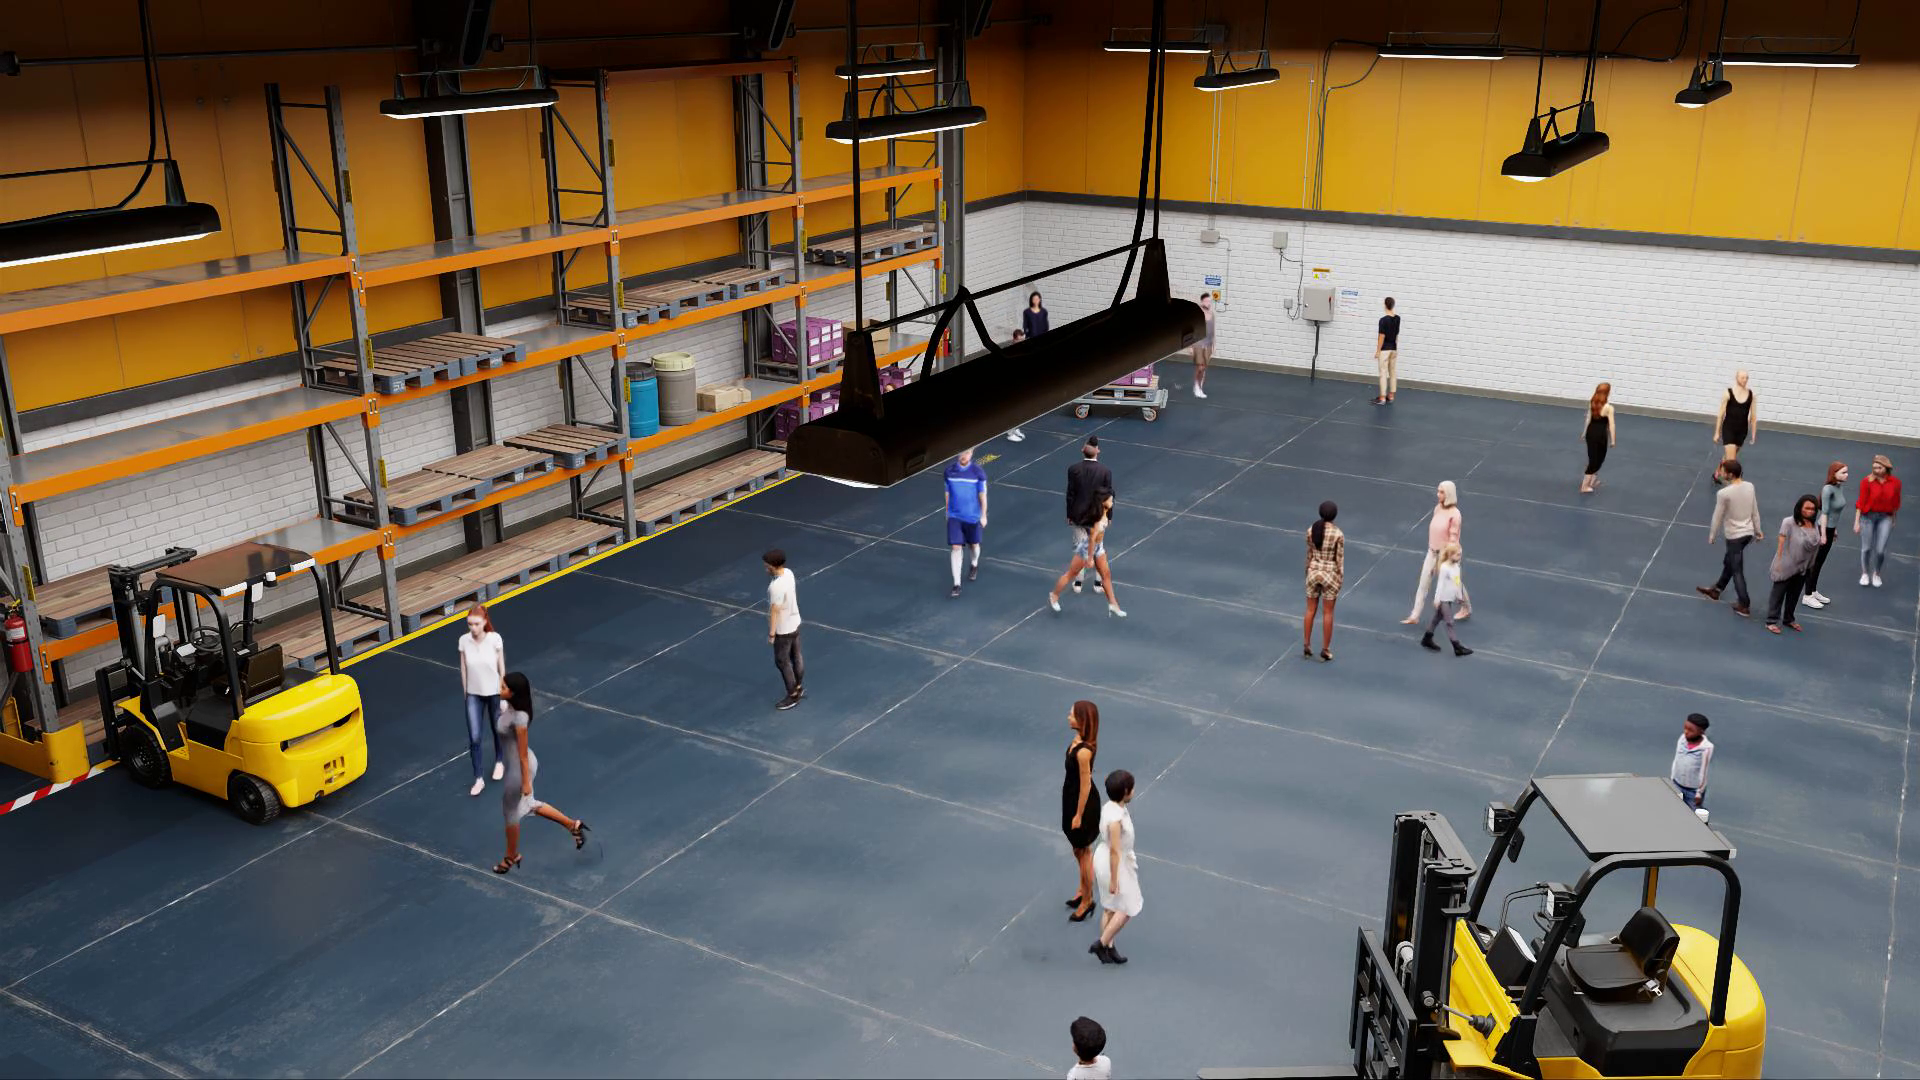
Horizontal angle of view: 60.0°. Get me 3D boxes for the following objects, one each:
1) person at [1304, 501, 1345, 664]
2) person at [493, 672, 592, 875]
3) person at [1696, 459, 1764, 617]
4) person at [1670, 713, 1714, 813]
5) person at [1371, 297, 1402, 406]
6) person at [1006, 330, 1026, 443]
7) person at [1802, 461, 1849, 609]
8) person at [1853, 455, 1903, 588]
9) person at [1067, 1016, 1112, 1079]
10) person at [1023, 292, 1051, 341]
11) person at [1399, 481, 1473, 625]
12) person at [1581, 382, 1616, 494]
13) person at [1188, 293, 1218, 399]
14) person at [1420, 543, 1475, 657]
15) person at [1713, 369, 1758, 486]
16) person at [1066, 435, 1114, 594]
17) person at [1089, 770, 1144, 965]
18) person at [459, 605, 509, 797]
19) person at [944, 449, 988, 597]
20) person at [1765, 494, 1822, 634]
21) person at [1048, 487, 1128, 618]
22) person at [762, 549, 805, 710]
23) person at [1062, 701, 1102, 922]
[{"bbox_3d":[3.891,0.443,17.838,0.587,1.791,0.556,12,22,33],"label":"person"},{"bbox_3d":[-3.473,1.904,13.554,1.073,1.756,1.019,-5,19,-14],"label":"person"},{"bbox_3d":[9.007,-0.006,19.147,1.090,1.805,1.107,-5,19,-14],"label":"person"},{"bbox_3d":[6.132,2.033,13.953,0.616,1.257,0.572,-9,21,-25],"label":"person"},{"bbox_3d":[7.415,-3.281,28.798,0.640,1.854,0.774,-11,22,-30],"label":"person"},{"bbox_3d":[0.821,-2.466,26.420,0.810,1.827,0.646,13,22,33],"label":"person"},{"bbox_3d":[10.125,-0.079,19.463,0.566,1.742,0.697,-17,25,-40],"label":"person"},{"bbox_3d":[11.041,-0.224,20.022,0.674,1.660,0.692,4,19,11],"label":"person"},{"bbox_3d":[0.798,3.417,9.853,0.772,1.250,0.765,-11,21,-28],"label":"person"},{"bbox_3d":[1.375,-3.660,30.141,0.830,1.715,0.907,-2,19,-6],"label":"person"},{"bbox_3d":[5.554,0.174,18.820,1.236,1.673,1.055,-8,20,-23],"label":"person"},{"bbox_3d":[9.031,-1.447,23.736,0.892,1.608,0.803,-10,21,-27],"label":"person"},{"bbox_3d":[4.140,-3.363,28.635,0.740,1.835,0.837,-8,20,-23],"label":"person"},{"bbox_3d":[5.227,0.631,18.122,0.655,1.254,0.826,15,24,37],"label":"person"},{"bbox_3d":[11.049,-1.559,23.804,1.054,1.776,1.245,0,19,-1],"label":"person"},{"bbox_3d":[1.538,-0.323,19.861,0.793,1.950,0.754,2,19,5],"label":"person"},{"bbox_3d":[1.064,2.446,12.300,0.787,1.528,0.726,-1,19,-3],"label":"person"},{"bbox_3d":[-4.286,1.389,15.148,0.869,1.715,0.979,-2,19,-7],"label":"person"},{"bbox_3d":[0.075,-0.292,20.005,0.981,1.801,1.289,3,19,8],"label":"person"},{"bbox_3d":[9.389,0.238,18.731,0.781,1.609,0.842,-5,19,-15],"label":"person"},{"bbox_3d":[1.406,0.178,19.019,0.734,1.539,1.120,8,20,23],"label":"person"},{"bbox_3d":[-1.726,0.842,16.818,0.870,1.686,0.598,9,21,26],"label":"person"},{"bbox_3d":[0.944,2.092,12.873,0.727,1.834,0.610,1,19,3],"label":"person"}]
